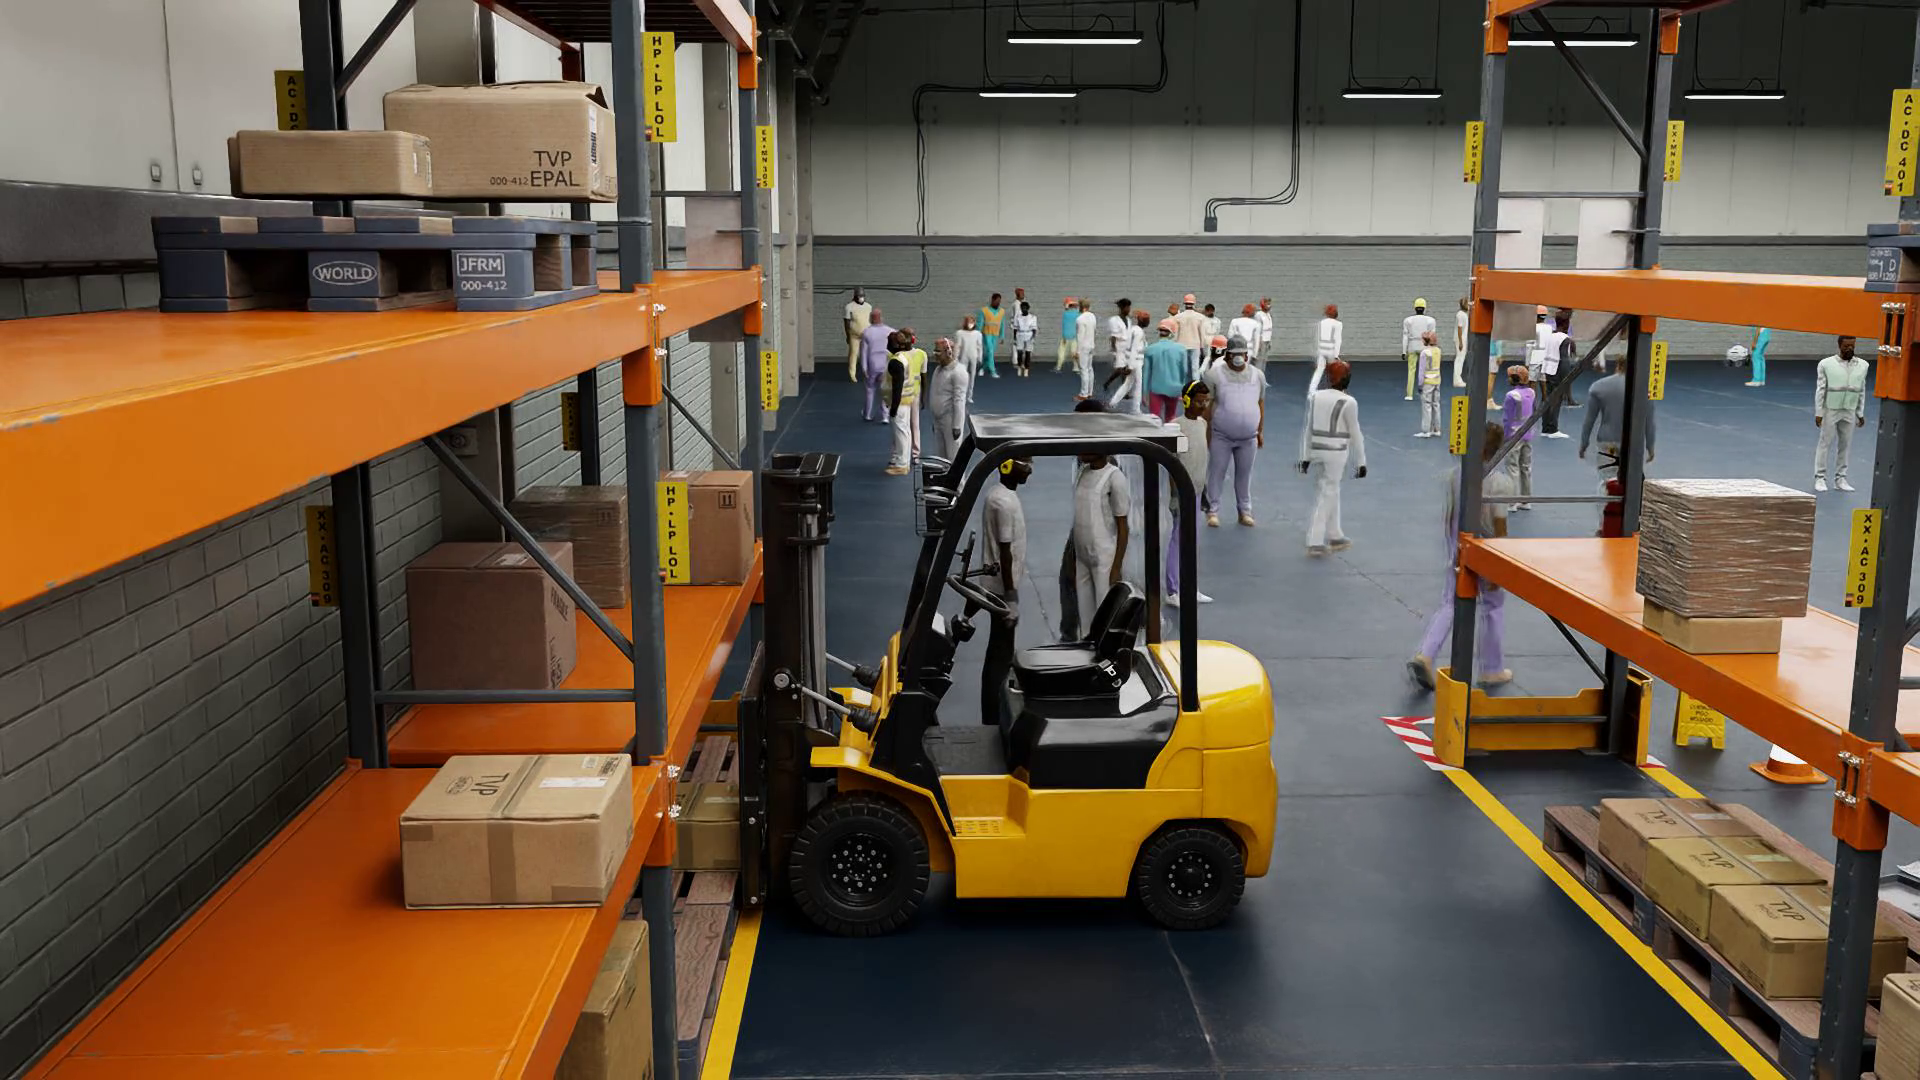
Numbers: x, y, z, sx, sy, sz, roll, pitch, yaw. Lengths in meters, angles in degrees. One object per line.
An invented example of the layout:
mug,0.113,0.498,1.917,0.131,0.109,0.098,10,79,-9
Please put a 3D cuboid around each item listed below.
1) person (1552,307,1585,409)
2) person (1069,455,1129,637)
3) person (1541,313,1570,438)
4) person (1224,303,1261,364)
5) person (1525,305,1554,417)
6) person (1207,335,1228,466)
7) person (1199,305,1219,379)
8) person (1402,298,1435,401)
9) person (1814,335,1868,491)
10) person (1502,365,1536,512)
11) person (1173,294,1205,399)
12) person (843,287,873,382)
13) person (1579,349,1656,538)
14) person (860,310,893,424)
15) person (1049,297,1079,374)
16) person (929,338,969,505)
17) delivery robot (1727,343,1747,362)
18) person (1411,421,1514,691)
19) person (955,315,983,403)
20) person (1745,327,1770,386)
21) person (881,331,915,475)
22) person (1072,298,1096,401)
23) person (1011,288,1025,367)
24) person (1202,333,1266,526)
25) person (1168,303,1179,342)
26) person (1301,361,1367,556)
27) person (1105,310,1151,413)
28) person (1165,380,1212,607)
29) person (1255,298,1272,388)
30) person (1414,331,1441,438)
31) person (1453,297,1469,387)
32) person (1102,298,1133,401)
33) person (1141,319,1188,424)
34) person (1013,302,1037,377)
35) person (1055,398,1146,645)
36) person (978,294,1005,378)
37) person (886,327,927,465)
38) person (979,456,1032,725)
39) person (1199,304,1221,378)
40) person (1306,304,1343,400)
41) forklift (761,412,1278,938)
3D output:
person,10.804,-3.264,29.545,0.912,1.922,0.626,1,10,4
person,0.887,0.138,10.835,0.331,1.844,0.521,-6,12,-30
person,9.127,-2.521,25.476,0.397,1.911,0.587,-2,10,-9
person,5.208,-3.449,30.773,0.685,1.857,0.389,0,10,-3
person,9.855,-3.050,28.380,0.539,1.930,0.386,-5,11,-24
person,3.440,-1.859,22.203,0.318,1.756,0.561,4,11,22
person,5.390,-4.331,36.393,0.526,1.608,0.777,7,12,34
person,8.626,-3.578,31.313,0.594,1.924,0.367,2,10,8
person,10.562,-1.540,19.978,0.594,1.919,0.388,0,10,-1
person,6.175,-1.116,18.434,0.518,1.633,0.313,-8,13,-37
person,4.359,-3.680,31.691,0.608,1.995,0.377,1,10,3
person,-2.114,-4.389,35.511,0.689,2.000,0.539,-6,12,-32
person,6.650,-0.977,16.832,0.692,1.914,0.567,4,11,23
person,-1.374,-2.865,27.524,0.642,1.854,1.000,-3,11,-16
person,2.399,-4.650,37.852,0.808,1.717,0.588,9,13,40
person,-0.157,-1.343,18.943,0.397,1.900,0.649,-5,11,-26
delivery robot,18.669,-4.486,39.932,0.477,0.478,0.707,7,12,33
person,3.397,0.116,11.047,0.822,1.822,0.514,-8,13,-38
person,0.174,-3.356,30.885,0.512,1.619,0.362,-2,10,-13
person,16.607,-4.106,34.526,0.518,1.834,0.351,-10,14,-43
person,-0.802,-1.762,21.431,0.430,1.845,0.624,2,10,11
person,2.329,-3.571,31.239,0.372,1.940,0.631,5,11,27
person,1.387,-5.061,39.688,0.337,1.882,0.583,0,10,1
person,2.896,-1.151,17.473,0.684,2.000,0.536,-1,10,-6
person,4.714,-4.431,36.909,0.281,1.627,0.499,2,10,11
person,3.638,-0.780,15.909,0.817,1.854,0.607,-6,12,-30
person,2.842,-2.969,28.140,0.734,1.860,0.620,0,10,1
person,1.893,-0.379,13.677,0.329,1.861,0.509,8,13,39
person,6.206,-4.039,34.100,0.385,1.845,0.569,5,12,28
person,7.189,-2.382,25.495,0.506,1.632,0.317,-9,14,-41
person,10.362,-4.073,34.297,0.331,1.844,0.520,5,11,24
person,2.992,-3.577,31.248,0.548,1.944,0.658,9,13,40
person,2.777,-2.026,22.643,0.623,1.935,0.746,1,10,5
person,1.433,-4.421,36.702,0.537,1.669,0.555,1,10,4
person,0.994,-0.077,11.904,0.822,1.885,0.599,-3,11,-19
person,0.654,-4.525,36.803,0.655,1.862,0.957,-6,12,-29
person,-0.720,-1.938,22.393,0.567,1.847,0.389,1,10,7
person,0.280,0.309,9.836,0.335,1.865,0.520,-1,10,-4
person,5.435,-4.323,36.282,0.529,1.640,0.938,-2,10,-10
person,6.882,-3.493,31.124,1.020,1.834,0.591,-8,13,-38
forklift,0.291,0.548,7.580,2.313,2.155,1.214,0,10,-2
